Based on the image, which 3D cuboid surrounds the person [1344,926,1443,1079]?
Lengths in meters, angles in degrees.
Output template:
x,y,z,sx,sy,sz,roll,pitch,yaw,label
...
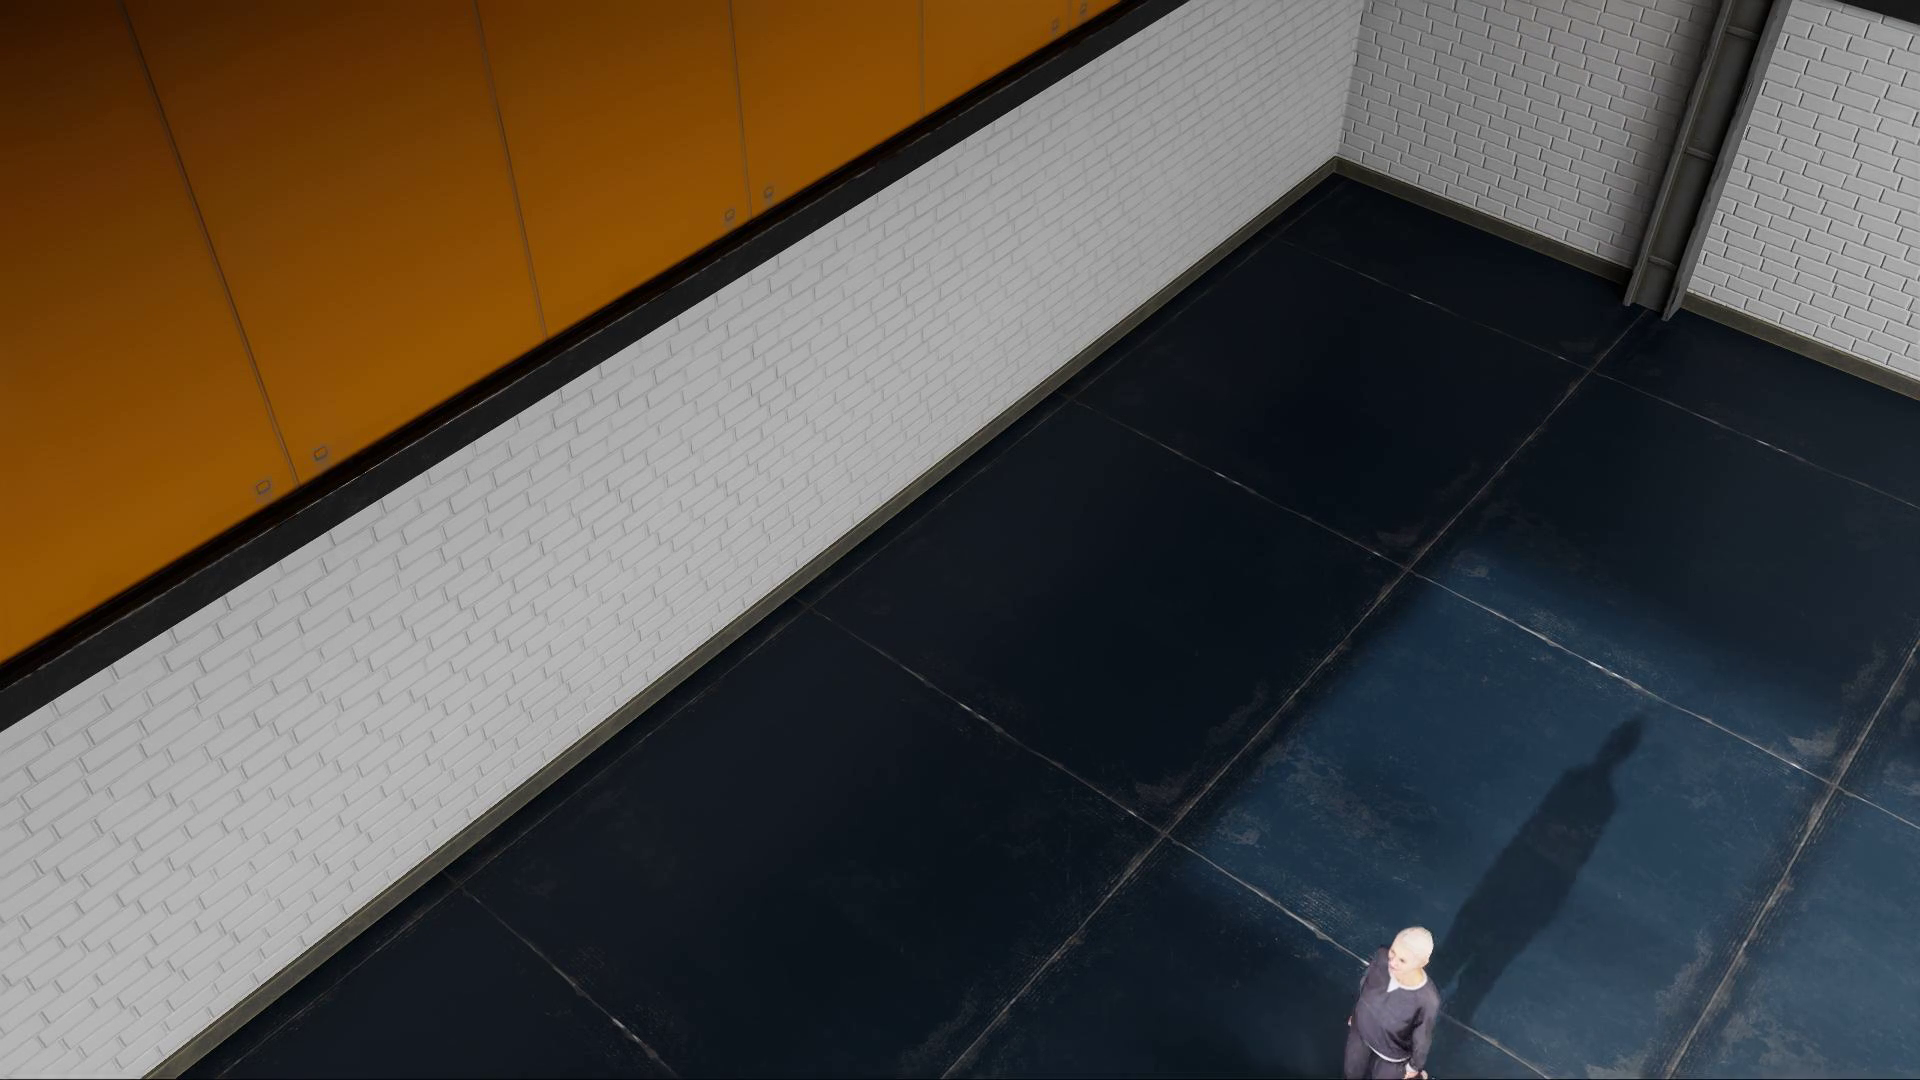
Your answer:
x,y,z,sx,sy,sz,roll,pitch,yaw,label
2.168,2.409,8.242,0.813,1.717,0.825,-23,48,-22,person
